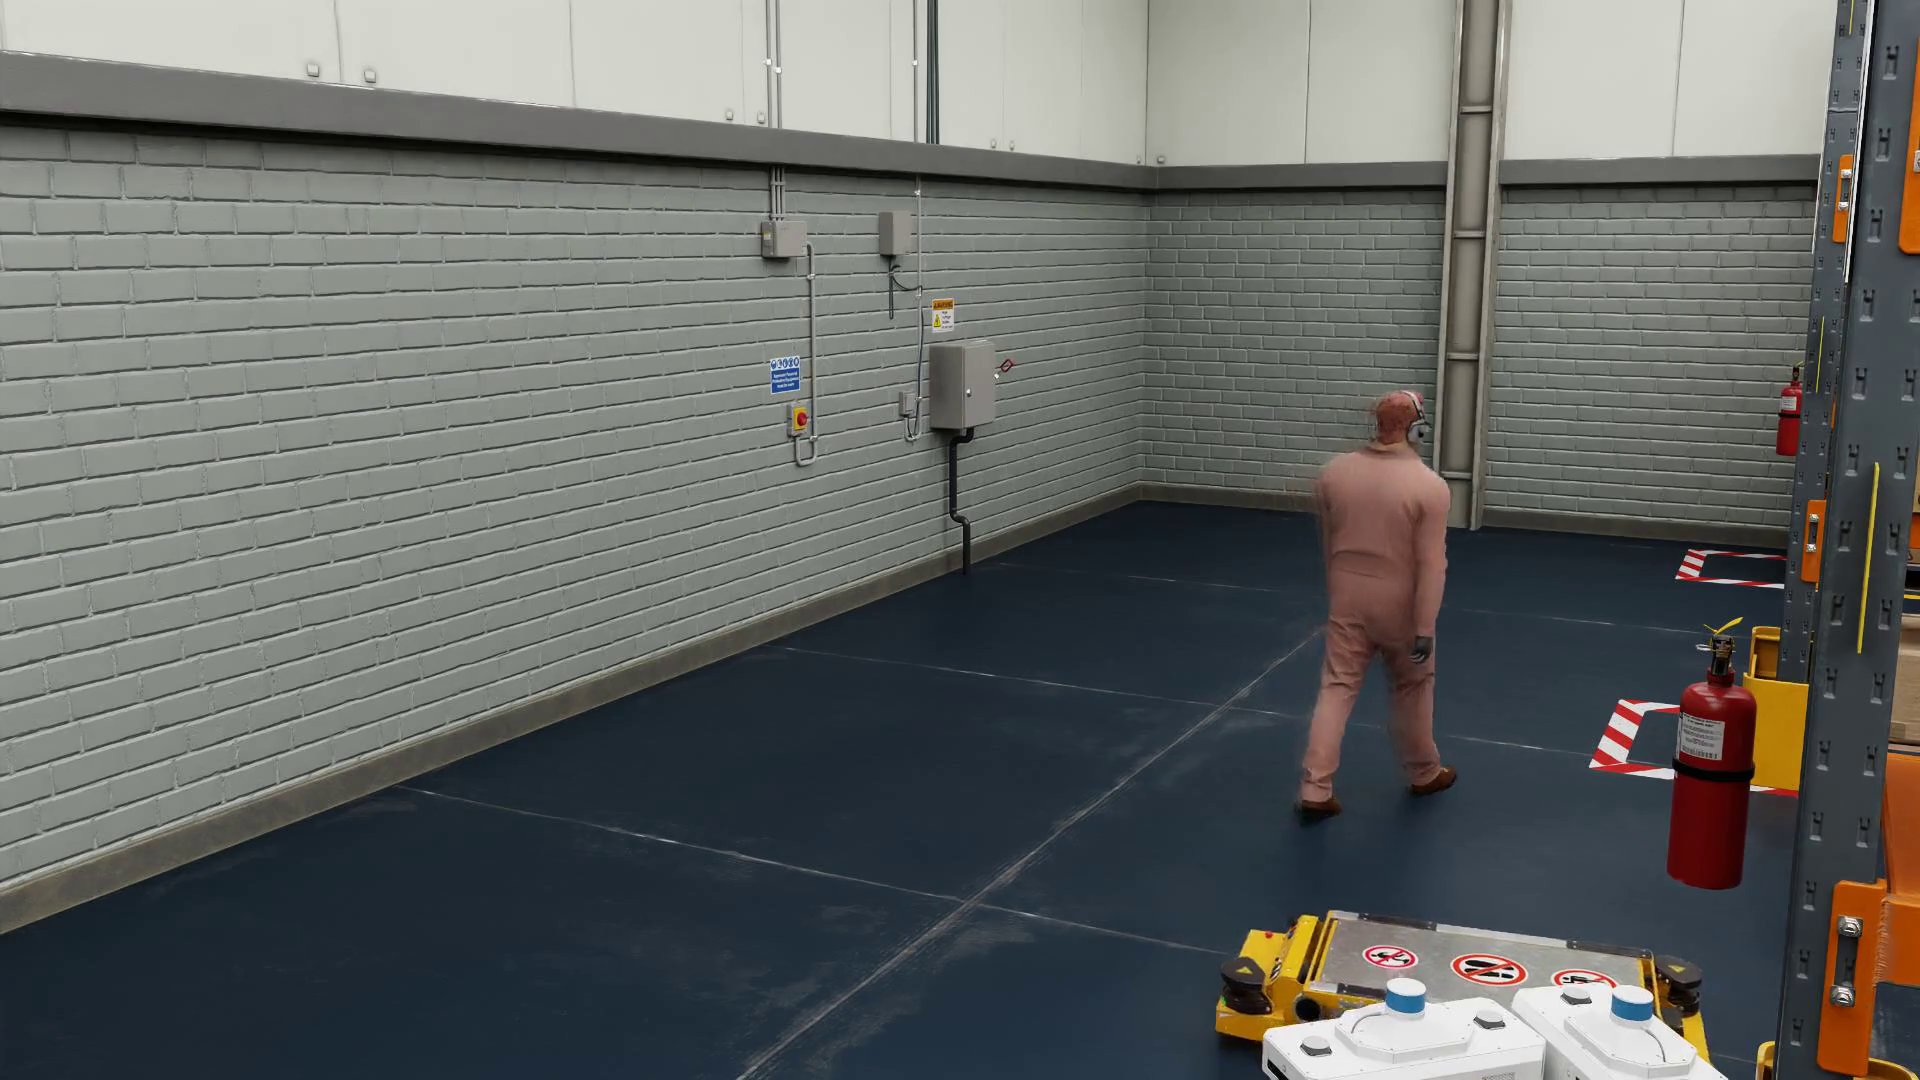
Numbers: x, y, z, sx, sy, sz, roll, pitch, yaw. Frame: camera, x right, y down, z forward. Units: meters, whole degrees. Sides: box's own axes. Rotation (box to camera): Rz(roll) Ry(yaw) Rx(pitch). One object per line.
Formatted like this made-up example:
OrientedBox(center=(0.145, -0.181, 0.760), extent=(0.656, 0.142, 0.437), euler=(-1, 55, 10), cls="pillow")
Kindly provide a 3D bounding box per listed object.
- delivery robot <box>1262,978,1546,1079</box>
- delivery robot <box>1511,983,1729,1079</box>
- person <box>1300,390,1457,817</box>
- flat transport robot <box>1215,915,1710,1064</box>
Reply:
OrientedBox(center=(1.167, 1.403, 4.394), extent=(0.707, 0.478, 0.477), euler=(-3, 11, -16), cls="delivery robot")
OrientedBox(center=(1.744, 1.411, 4.350), extent=(0.477, 0.478, 0.707), euler=(-2, 11, -10), cls="delivery robot")
OrientedBox(center=(1.833, 0.276, 7.243), extent=(0.651, 1.861, 0.989), euler=(10, 14, 43), cls="person")
OrientedBox(center=(1.578, 1.435, 5.246), extent=(1.431, 0.197, 0.652), euler=(4, 11, 19), cls="flat transport robot")
